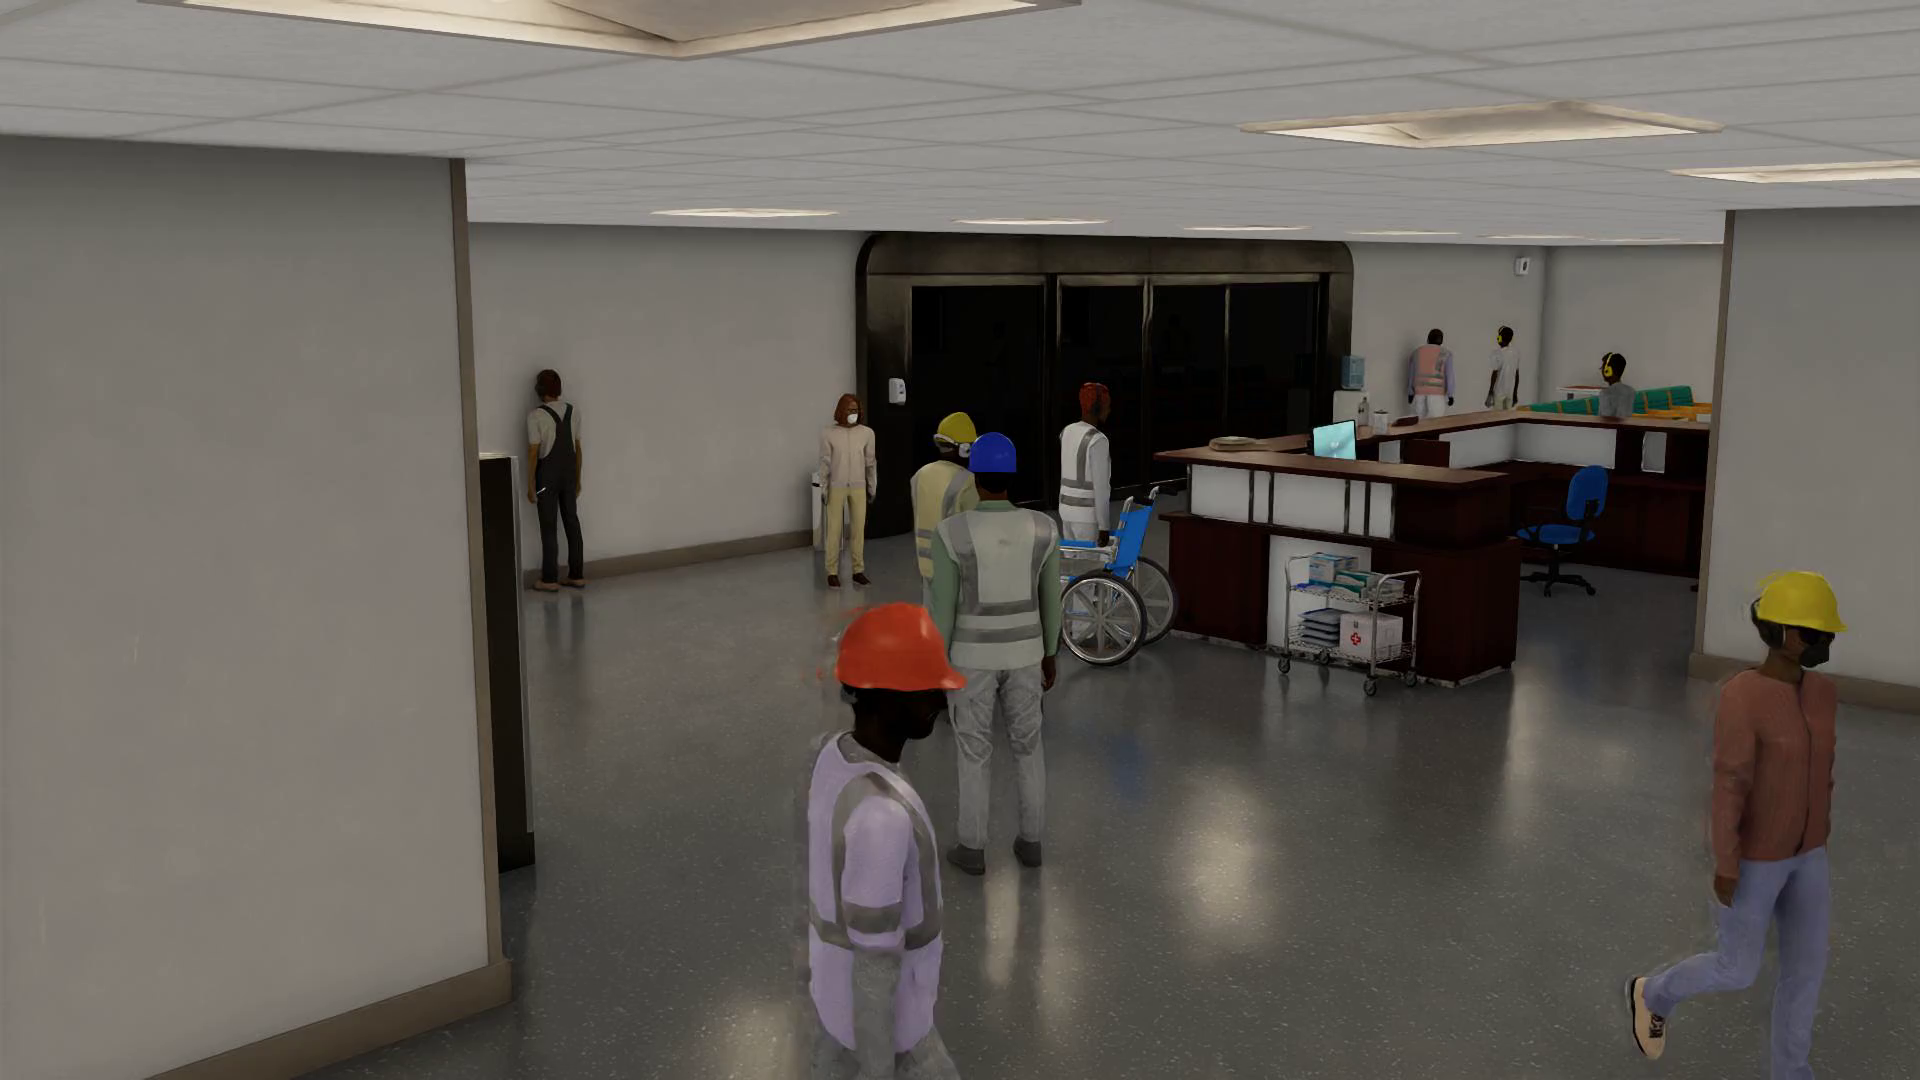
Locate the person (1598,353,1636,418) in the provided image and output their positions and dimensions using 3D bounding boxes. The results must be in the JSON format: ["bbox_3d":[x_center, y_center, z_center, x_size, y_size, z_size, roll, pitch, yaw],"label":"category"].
[{"bbox_3d":[6.201,-0.846,15.839,0.535,1.864,0.309,-7,11,-35],"label":"person"}]

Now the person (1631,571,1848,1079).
[{"bbox_3d":[2.492,0.943,5.206,0.539,1.747,0.650,-4,10,-25],"label":"person"}]

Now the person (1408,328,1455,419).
[{"bbox_3d":[6.662,-2.070,23.503,0.658,1.823,0.433,8,12,39],"label":"person"}]

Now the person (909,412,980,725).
[{"bbox_3d":[-0.048,0.165,9.777,0.404,1.825,0.602,-7,12,-38],"label":"person"}]

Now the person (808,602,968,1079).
[{"bbox_3d":[-0.241,1.078,3.915,0.918,1.909,0.542,-3,10,-17],"label":"person"}]

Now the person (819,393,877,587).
[{"bbox_3d":[-0.938,-0.416,13.944,0.504,1.627,0.286,-4,10,-21],"label":"person"}]

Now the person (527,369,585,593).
[{"bbox_3d":[-3.338,-0.487,13.721,0.342,1.838,0.506,8,12,41],"label":"person"}]

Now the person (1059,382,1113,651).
[{"bbox_3d":[0.873,-0.158,11.591,0.351,1.879,0.580,-4,10,-23],"label":"person"}]

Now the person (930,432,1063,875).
[{"bbox_3d":[0.150,0.499,7.333,0.616,1.945,0.404,-3,10,-18],"label":"person"}]

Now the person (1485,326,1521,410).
[{"bbox_3d":[7.492,-2.017,22.993,0.531,1.870,0.317,-4,10,-23],"label":"person"}]
